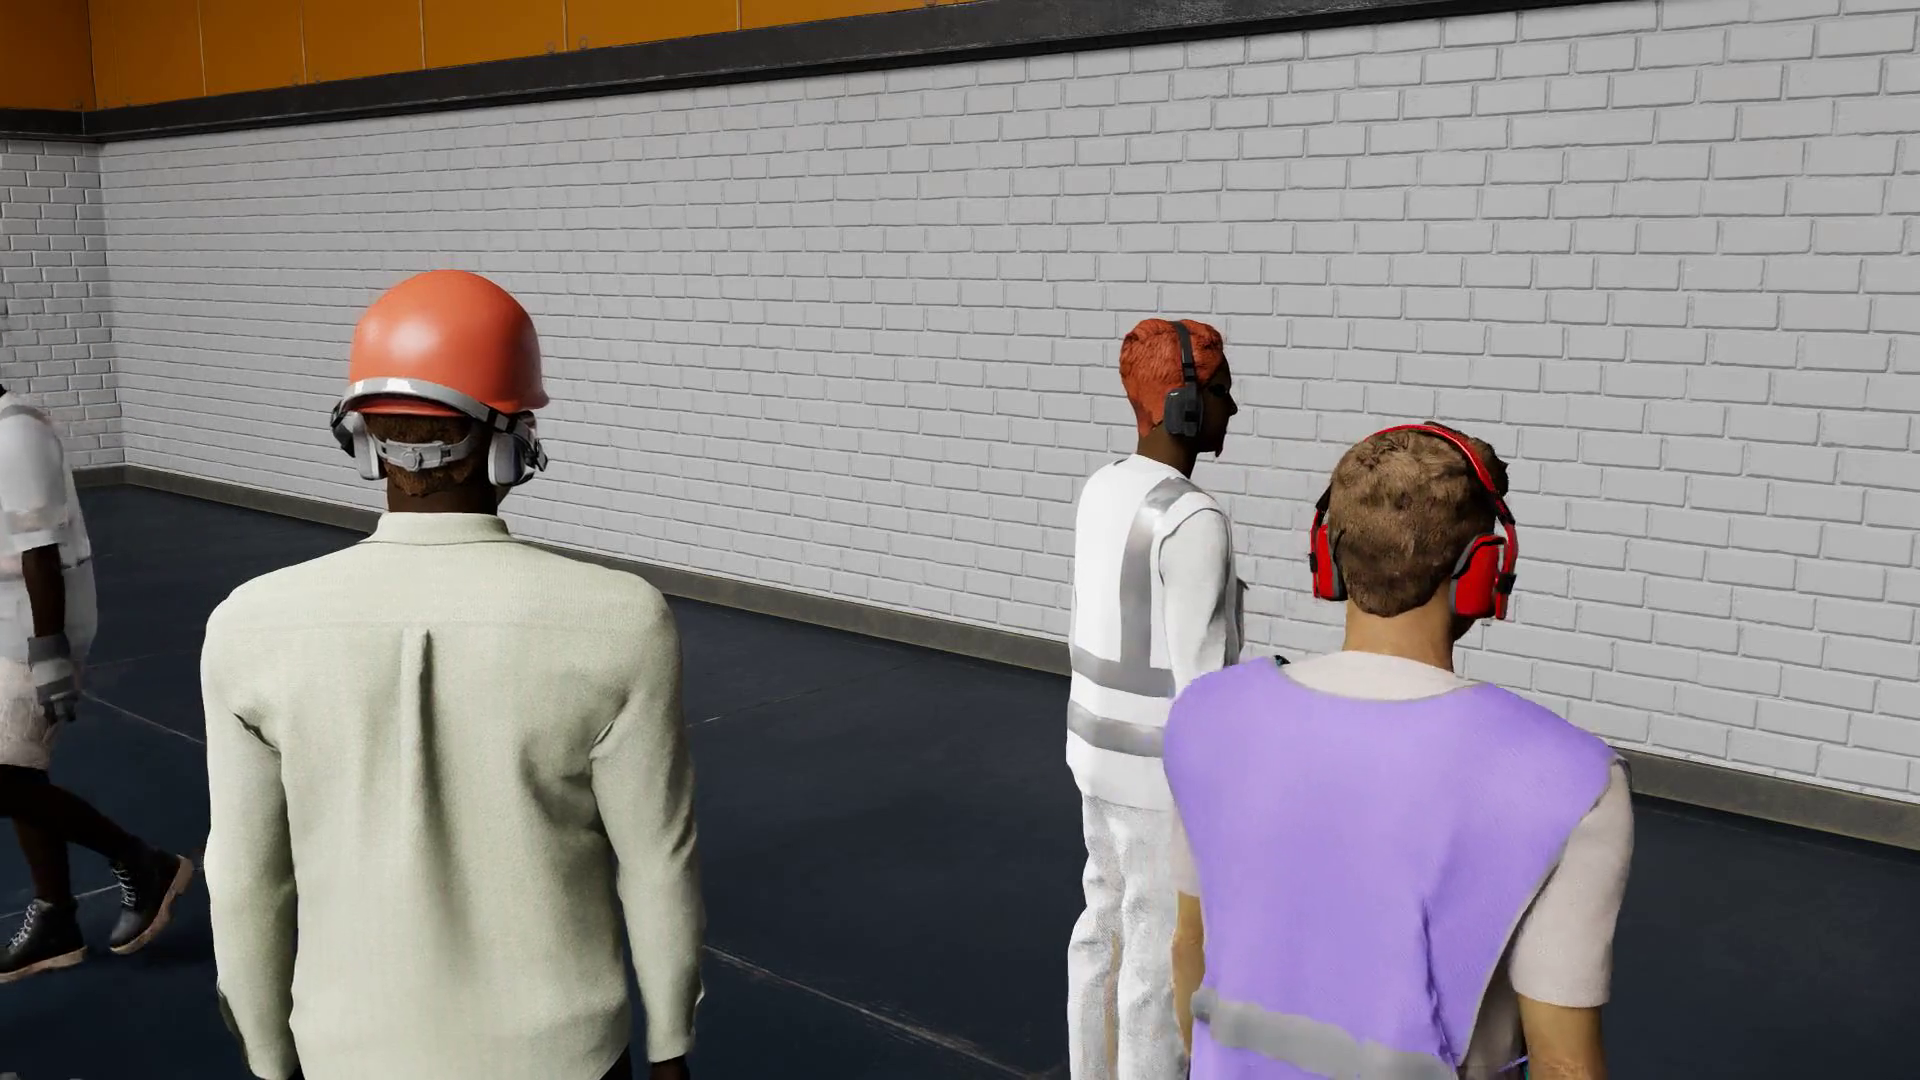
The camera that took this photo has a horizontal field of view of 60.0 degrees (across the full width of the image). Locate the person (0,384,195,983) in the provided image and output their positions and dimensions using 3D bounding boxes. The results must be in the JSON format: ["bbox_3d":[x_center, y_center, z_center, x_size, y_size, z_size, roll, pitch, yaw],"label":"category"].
[{"bbox_3d":[-2.556,0.266,4.561,0.549,1.940,0.648,-8,13,-40],"label":"person"}]

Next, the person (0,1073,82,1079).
[{"bbox_3d":[-2.383,0.596,3.656,0.817,1.583,0.569,-1,10,-5],"label":"person"}]

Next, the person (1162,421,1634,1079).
[{"bbox_3d":[0.540,0.761,2.070,0.587,1.813,0.761,8,12,37],"label":"person"}]

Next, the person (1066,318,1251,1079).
[{"bbox_3d":[0.402,0.492,3.433,0.358,1.882,0.574,-3,10,-18],"label":"person"}]

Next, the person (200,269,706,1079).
[{"bbox_3d":[-0.640,0.652,2.198,0.614,1.993,0.395,0,10,-2],"label":"person"}]
